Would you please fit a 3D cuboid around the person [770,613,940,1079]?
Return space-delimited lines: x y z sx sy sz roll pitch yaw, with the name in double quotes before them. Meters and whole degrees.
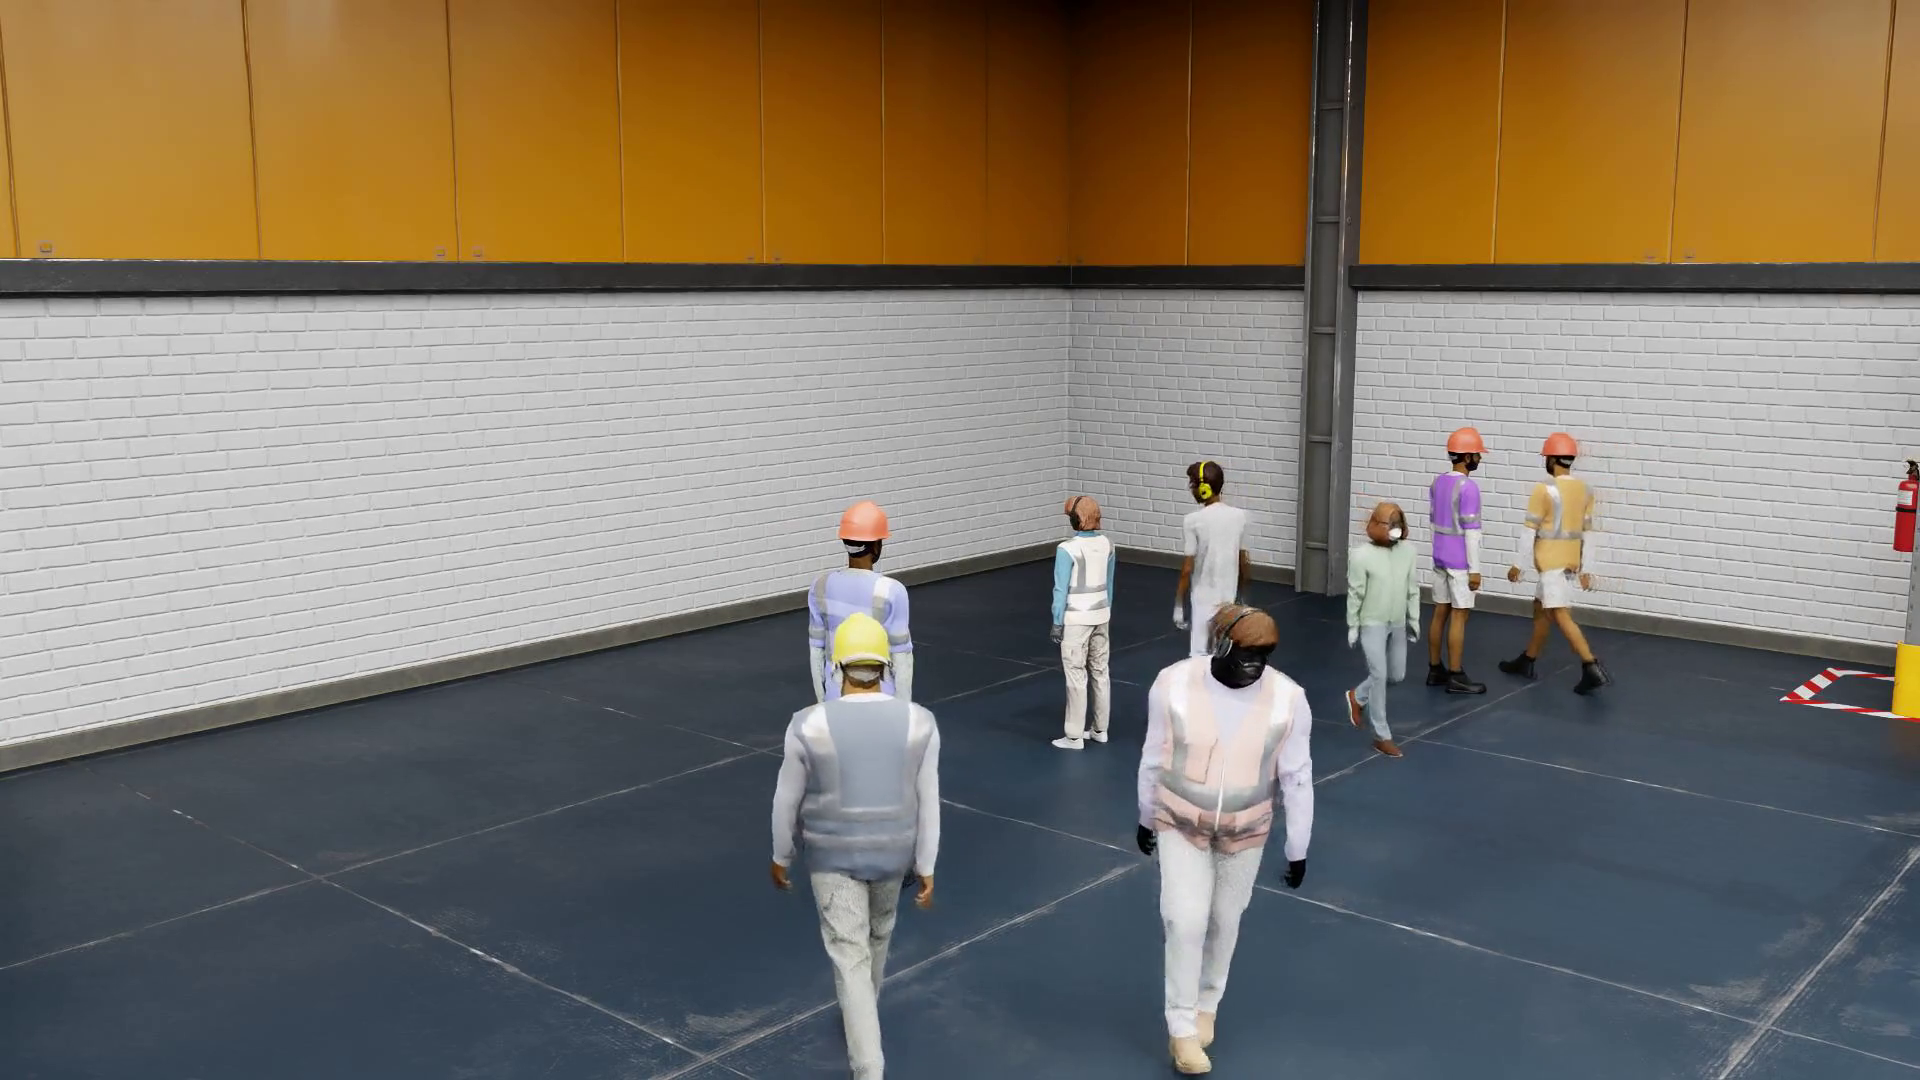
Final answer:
"person" -0.393 1.160 6.241 0.603 1.782 0.932 -3 10 -18

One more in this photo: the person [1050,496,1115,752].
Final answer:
"person" 0.798 0.531 10.664 0.512 1.634 0.313 -9 12 -43

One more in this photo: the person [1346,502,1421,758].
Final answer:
"person" 2.679 0.537 10.658 0.512 1.614 0.627 -4 10 -22

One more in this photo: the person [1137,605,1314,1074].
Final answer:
"person" 1.011 1.132 6.362 0.654 1.803 0.678 1 9 4

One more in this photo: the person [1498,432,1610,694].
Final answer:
"person" 4.428 0.158 12.218 0.550 1.903 0.990 -6 11 -32

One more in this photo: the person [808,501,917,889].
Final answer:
"person" -0.469 0.774 8.176 0.542 1.939 0.359 4 10 22

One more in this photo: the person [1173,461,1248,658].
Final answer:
"person" 1.635 0.395 10.823 0.569 1.843 0.403 -5 10 -26

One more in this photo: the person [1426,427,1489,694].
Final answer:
"person" 3.631 0.147 12.109 0.363 1.939 0.542 -2 9 -15
